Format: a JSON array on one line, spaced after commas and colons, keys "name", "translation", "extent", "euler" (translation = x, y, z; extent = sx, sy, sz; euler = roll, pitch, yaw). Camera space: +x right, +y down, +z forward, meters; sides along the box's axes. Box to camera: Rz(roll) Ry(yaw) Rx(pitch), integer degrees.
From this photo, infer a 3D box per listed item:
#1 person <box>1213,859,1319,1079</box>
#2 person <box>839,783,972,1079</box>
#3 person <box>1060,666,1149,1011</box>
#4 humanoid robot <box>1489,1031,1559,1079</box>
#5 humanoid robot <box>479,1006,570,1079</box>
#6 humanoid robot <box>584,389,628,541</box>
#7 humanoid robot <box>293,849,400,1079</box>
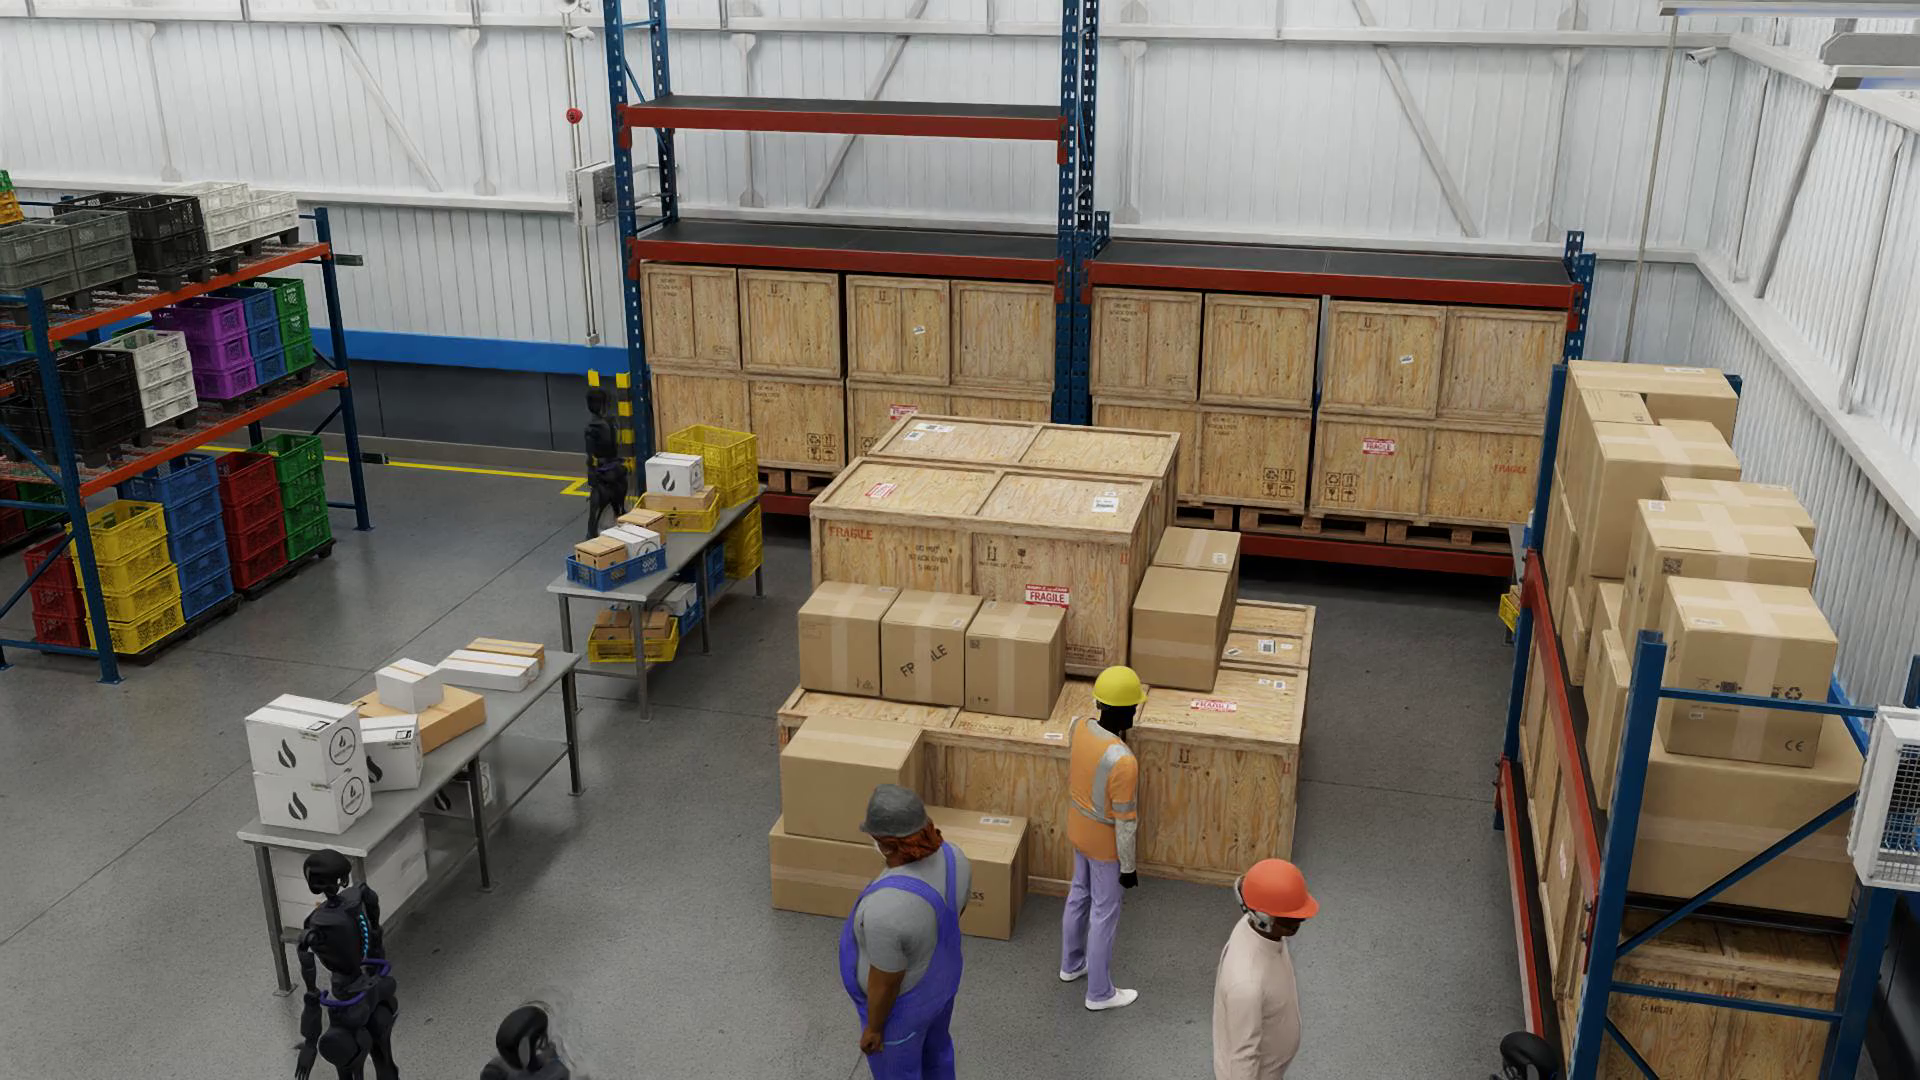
[{"name": "person", "translation": [1.231, 2.193, 6.893], "extent": [0.389, 1.992, 0.622], "euler": [6, 22, 15]}, {"name": "person", "translation": [-0.277, 1.977, 7.393], "extent": [0.538, 2.000, 0.679], "euler": [11, 24, 27]}, {"name": "person", "translation": [0.765, 1.544, 8.705], "extent": [0.405, 1.918, 0.582], "euler": [-9, 23, -23]}, {"name": "humanoid robot", "translation": [2.072, 2.577, 6.311], "extent": [0.325, 1.657, 0.599], "euler": [19, 28, 40]}, {"name": "humanoid robot", "translation": [-1.617, 2.535, 6.443], "extent": [0.642, 1.645, 0.499], "euler": [10, 23, 25]}, {"name": "humanoid robot", "translation": [-3.036, -0.520, 14.496], "extent": [0.720, 1.630, 0.636], "euler": [7, 22, 17]}, {"name": "humanoid robot", "translation": [-2.752, 2.126, 7.492], "extent": [0.325, 1.657, 0.599], "euler": [6, 22, 14]}]
